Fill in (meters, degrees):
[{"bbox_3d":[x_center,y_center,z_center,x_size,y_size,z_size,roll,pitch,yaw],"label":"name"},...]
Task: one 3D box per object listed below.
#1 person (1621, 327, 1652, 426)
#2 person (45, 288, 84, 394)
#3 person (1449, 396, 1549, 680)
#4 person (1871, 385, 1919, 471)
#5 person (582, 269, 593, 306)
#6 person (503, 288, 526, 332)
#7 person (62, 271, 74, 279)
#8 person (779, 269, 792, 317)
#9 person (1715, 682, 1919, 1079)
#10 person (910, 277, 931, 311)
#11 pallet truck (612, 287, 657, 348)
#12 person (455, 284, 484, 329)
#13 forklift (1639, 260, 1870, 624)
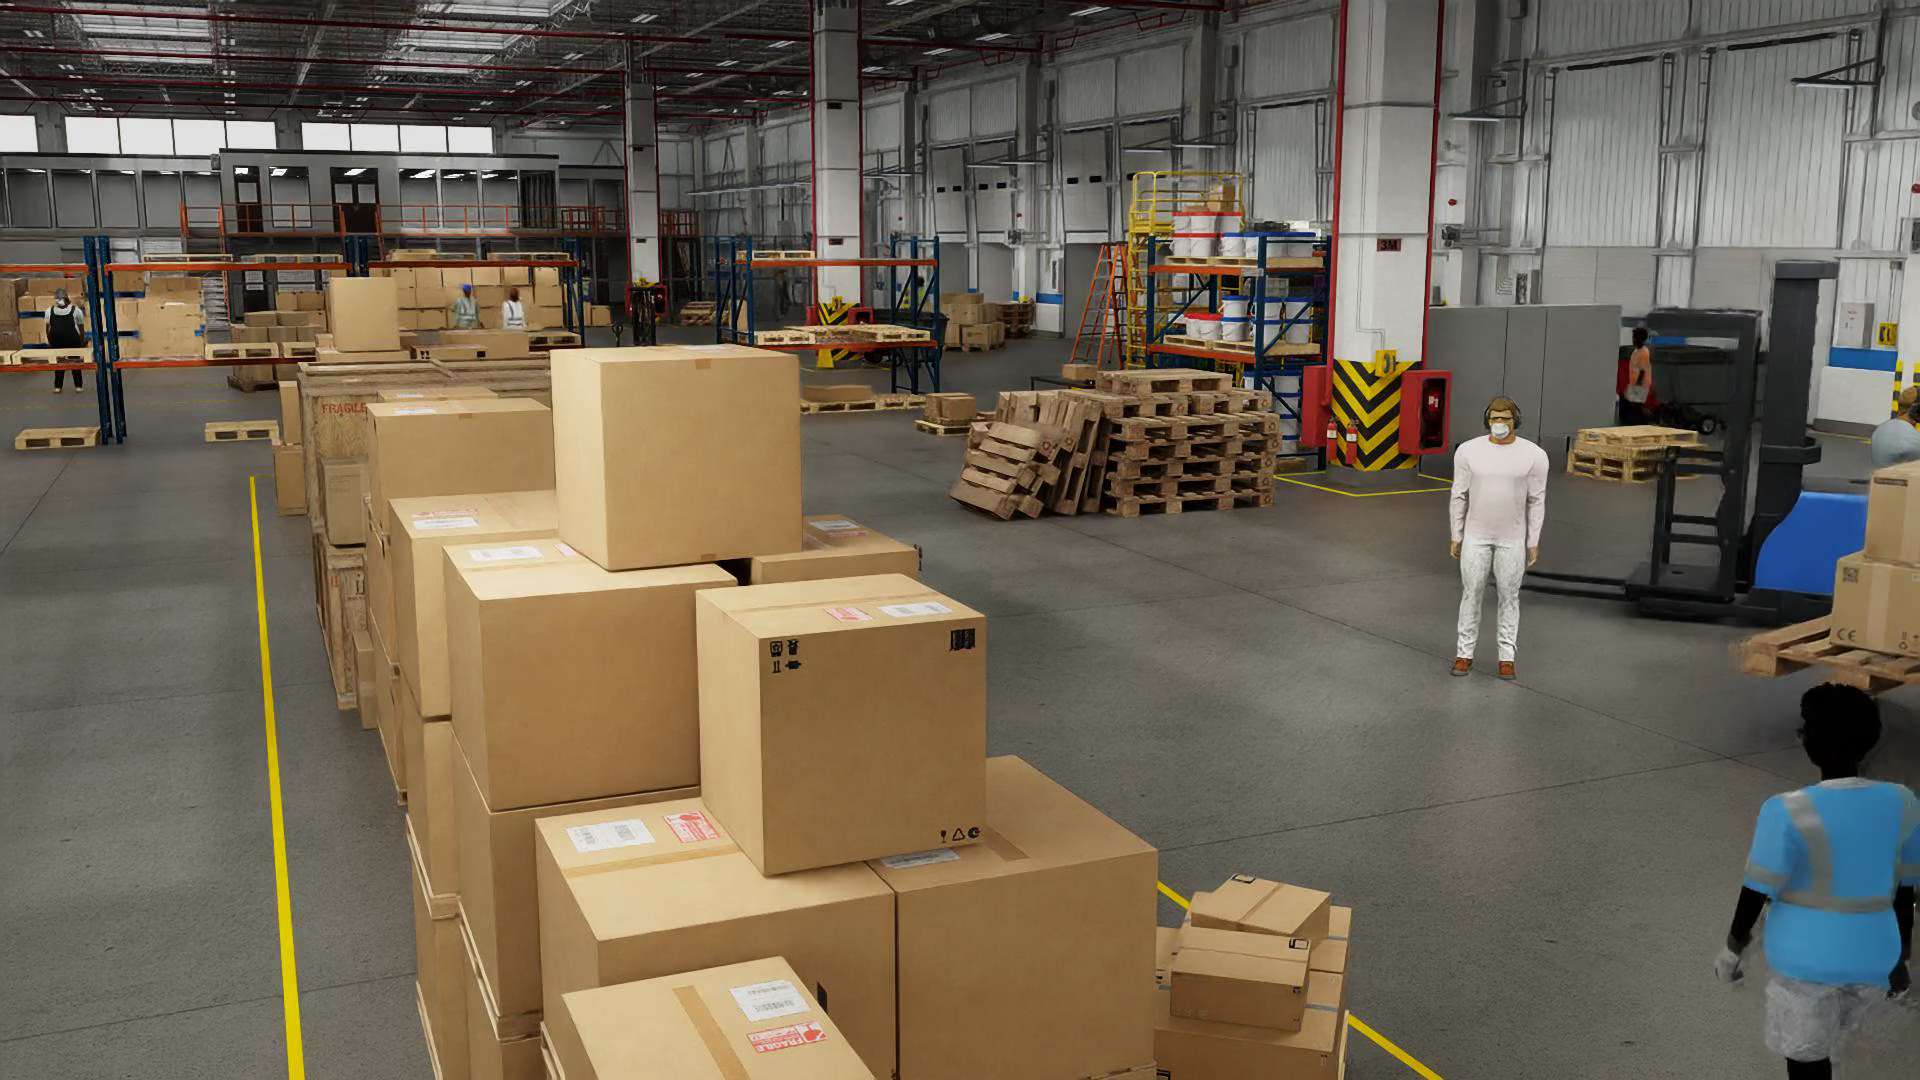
[{"bbox_3d":[10.049,-2.317,24.721,0.424,1.680,0.548,2,10,9],"label":"person"},{"bbox_3d":[-17.364,-3.858,32.265,0.672,2.000,0.536,-3,11,-17],"label":"person"},{"bbox_3d":[3.653,-0.012,11.351,0.630,1.940,0.372,4,11,21],"label":"person"},{"bbox_3d":[6.966,-0.189,12.367,0.380,1.929,0.634,0,10,3],"label":"person"},{"bbox_3d":[-13.327,-8.714,59.404,0.584,1.911,0.391,7,13,35],"label":"person"},{"bbox_3d":[-10.297,-4.874,38.332,0.517,1.872,0.579,6,12,31],"label":"person"},{"bbox_3d":[-27.330,-7.265,51.163,0.378,1.996,0.611,-4,11,-21],"label":"person"},{"bbox_3d":[-6.653,-9.403,63.418,0.588,1.823,0.538,8,13,37],"label":"person"},{"bbox_3d":[2.587,1.246,5.112,0.551,1.669,0.688,-2,11,-12],"label":"person"},{"bbox_3d":[-1.194,-7.230,51.480,0.633,1.804,0.878,-3,11,-14],"label":"person"},{"bbox_3d":[-6.464,-4.406,35.401,0.823,1.965,1.885,6,12,32],"label":"pallet truck"},{"bbox_3d":[-11.860,-5.246,40.304,0.992,1.892,0.604,6,12,32],"label":"person"},{"bbox_3d":[6.478,-0.787,13.025,1.873,2.768,1.129,5,12,27],"label":"forklift"}]
